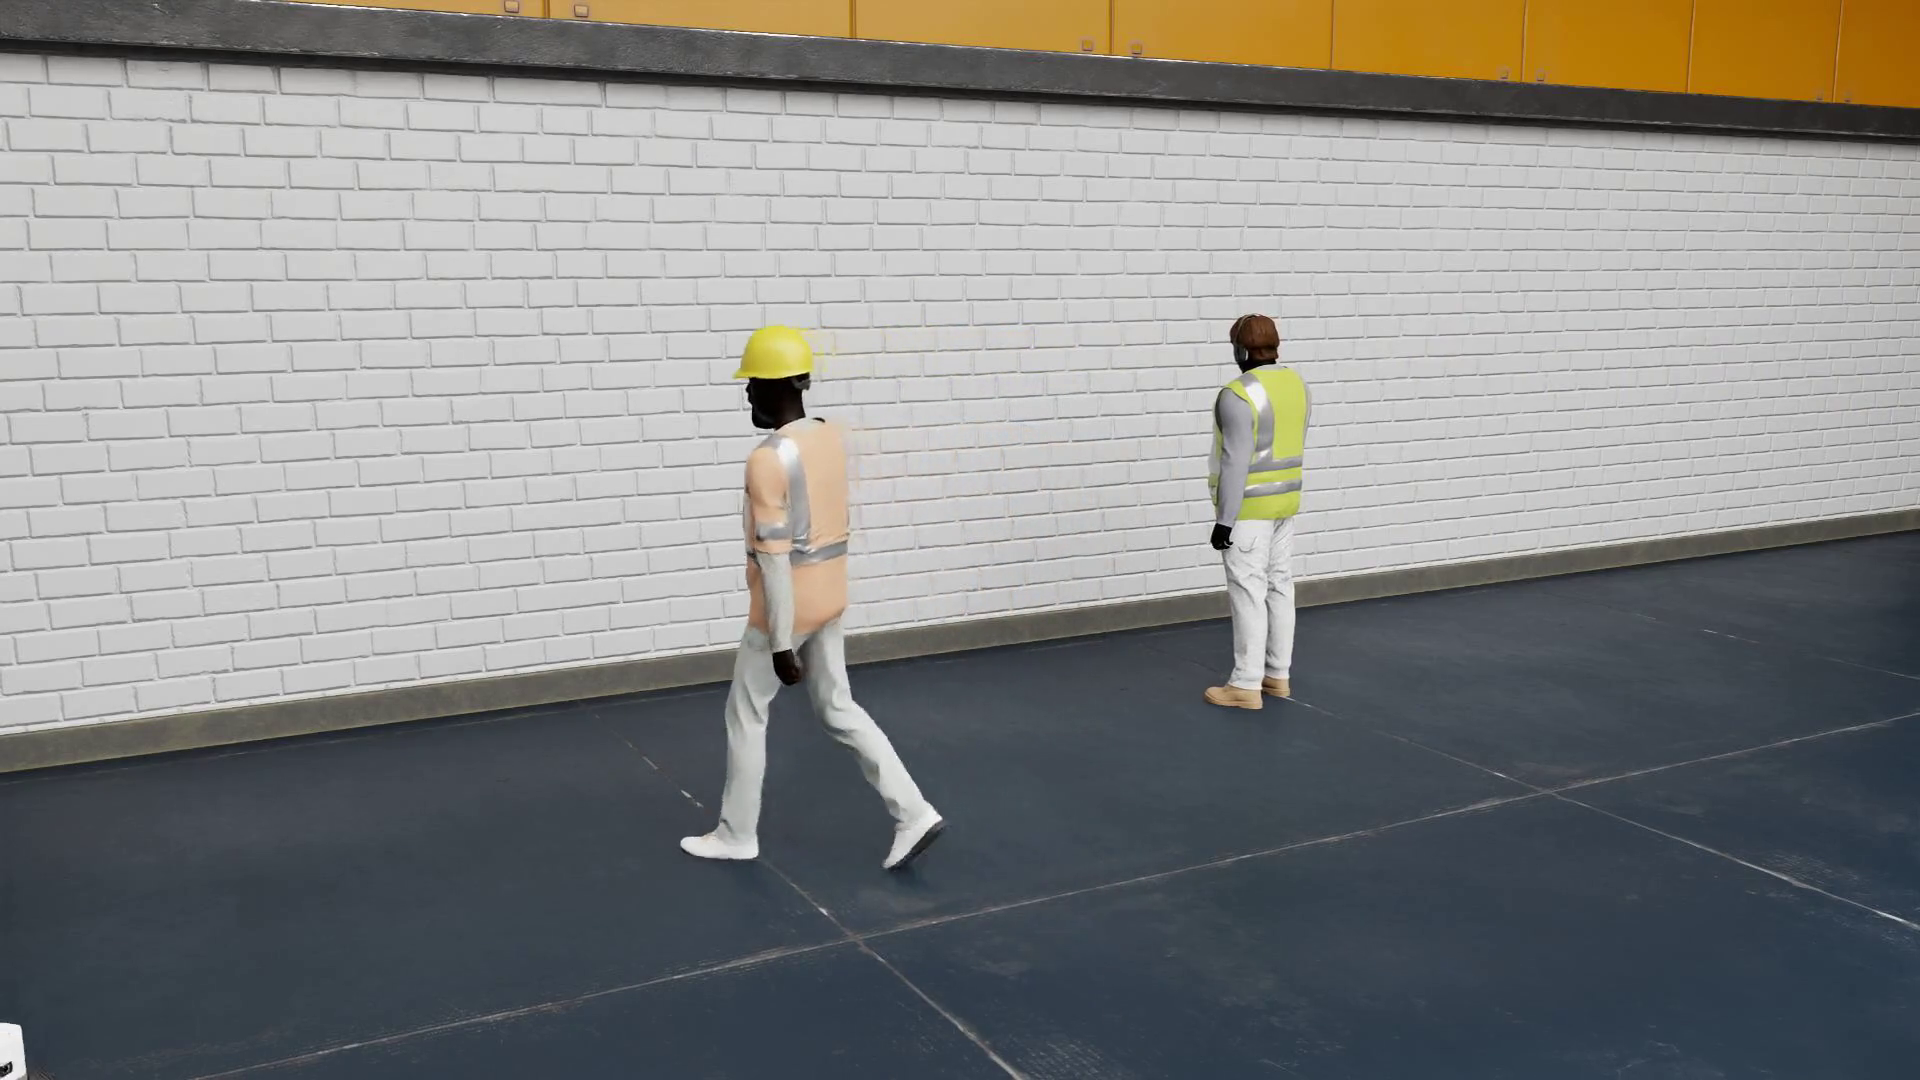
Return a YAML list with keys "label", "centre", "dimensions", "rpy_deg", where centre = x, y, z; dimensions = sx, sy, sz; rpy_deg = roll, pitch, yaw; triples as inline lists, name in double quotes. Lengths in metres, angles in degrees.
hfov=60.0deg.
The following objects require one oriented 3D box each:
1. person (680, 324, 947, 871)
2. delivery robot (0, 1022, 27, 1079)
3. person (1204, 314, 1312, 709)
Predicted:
- label: "person"
  centre: [-0.508, 0.214, 5.655]
  dimensions: [0.917, 1.892, 0.588]
  rpy_deg: [5, 11, 26]
- label: "delivery robot"
  centre: [-2.437, 1.180, 3.652]
  dimensions: [0.707, 0.478, 0.477]
  rpy_deg: [3, 10, 15]
- label: "person"
  centre: [1.373, -0.133, 7.794]
  dimensions: [0.430, 1.839, 0.625]
  rpy_deg: [9, 13, 42]
